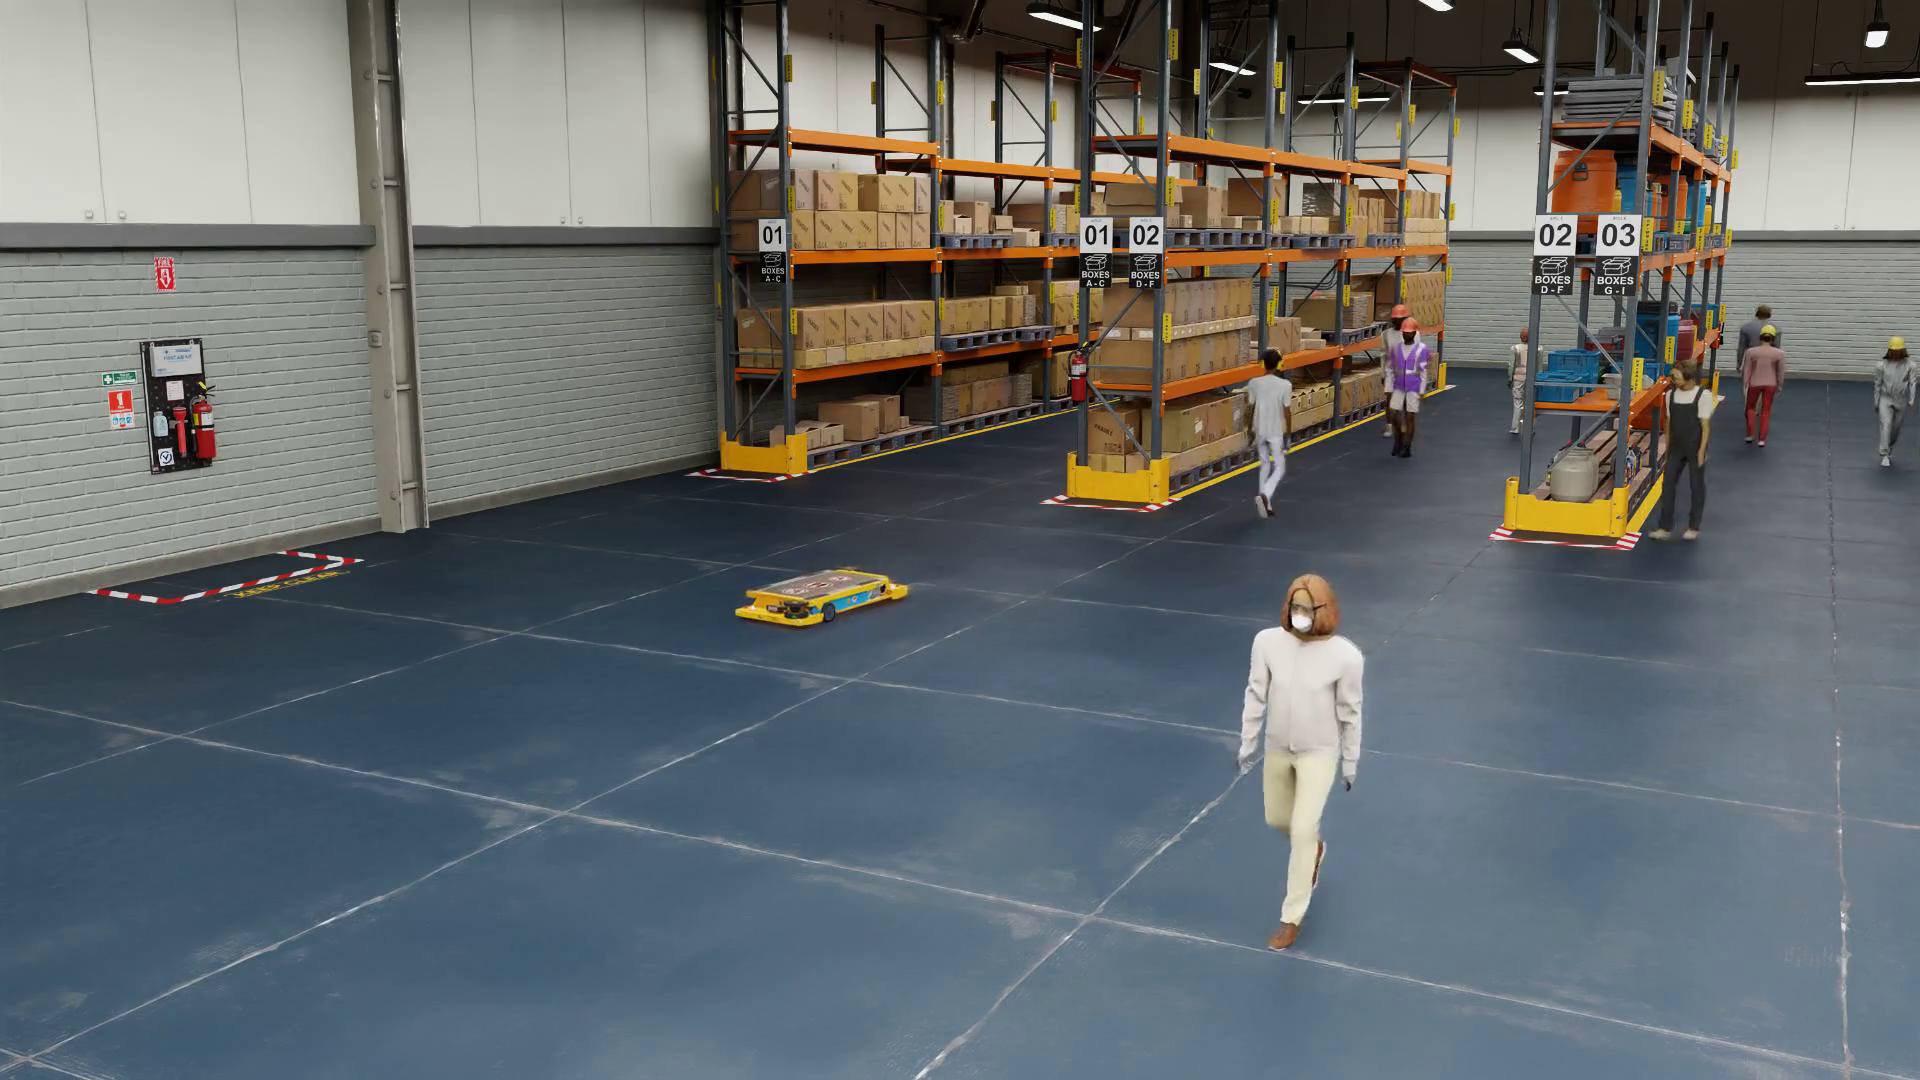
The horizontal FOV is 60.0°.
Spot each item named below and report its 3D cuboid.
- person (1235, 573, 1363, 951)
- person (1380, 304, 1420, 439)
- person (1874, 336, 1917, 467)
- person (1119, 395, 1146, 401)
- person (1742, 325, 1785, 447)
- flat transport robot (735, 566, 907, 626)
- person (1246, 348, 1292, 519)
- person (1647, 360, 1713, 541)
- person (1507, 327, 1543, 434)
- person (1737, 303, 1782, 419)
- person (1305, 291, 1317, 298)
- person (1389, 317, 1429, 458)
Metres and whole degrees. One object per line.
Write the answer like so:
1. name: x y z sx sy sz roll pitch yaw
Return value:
1. person: 1.516 0.915 7.273 0.511 1.609 0.718 7 13 34
2. person: 6.659 -2.560 25.139 0.614 2.017 0.935 6 12 28
3. person: 12.400 -1.858 22.117 0.485 1.712 0.750 3 11 17
4. person: 2.482 -2.093 23.066 0.600 1.831 0.404 4 11 23
5. person: 11.615 -2.233 24.080 0.543 1.741 0.722 4 11 22
6. flat transport robot: -1.109 0.443 13.503 0.652 0.197 1.431 7 13 33
7. person: 3.269 -1.114 17.698 0.515 1.855 0.635 7 12 32
8. person: 7.134 -0.862 16.416 0.814 1.804 0.553 -9 14 -41
9. person: 8.634 -2.428 25.418 0.515 1.642 0.314 1 10 8
10. person: 13.138 -2.924 27.359 0.642 1.919 0.569 4 11 23
11. person: 6.743 -3.787 31.941 0.613 1.973 0.465 7 12 32
12. person: 6.105 -2.069 22.692 0.550 1.920 0.422 7 12 33
